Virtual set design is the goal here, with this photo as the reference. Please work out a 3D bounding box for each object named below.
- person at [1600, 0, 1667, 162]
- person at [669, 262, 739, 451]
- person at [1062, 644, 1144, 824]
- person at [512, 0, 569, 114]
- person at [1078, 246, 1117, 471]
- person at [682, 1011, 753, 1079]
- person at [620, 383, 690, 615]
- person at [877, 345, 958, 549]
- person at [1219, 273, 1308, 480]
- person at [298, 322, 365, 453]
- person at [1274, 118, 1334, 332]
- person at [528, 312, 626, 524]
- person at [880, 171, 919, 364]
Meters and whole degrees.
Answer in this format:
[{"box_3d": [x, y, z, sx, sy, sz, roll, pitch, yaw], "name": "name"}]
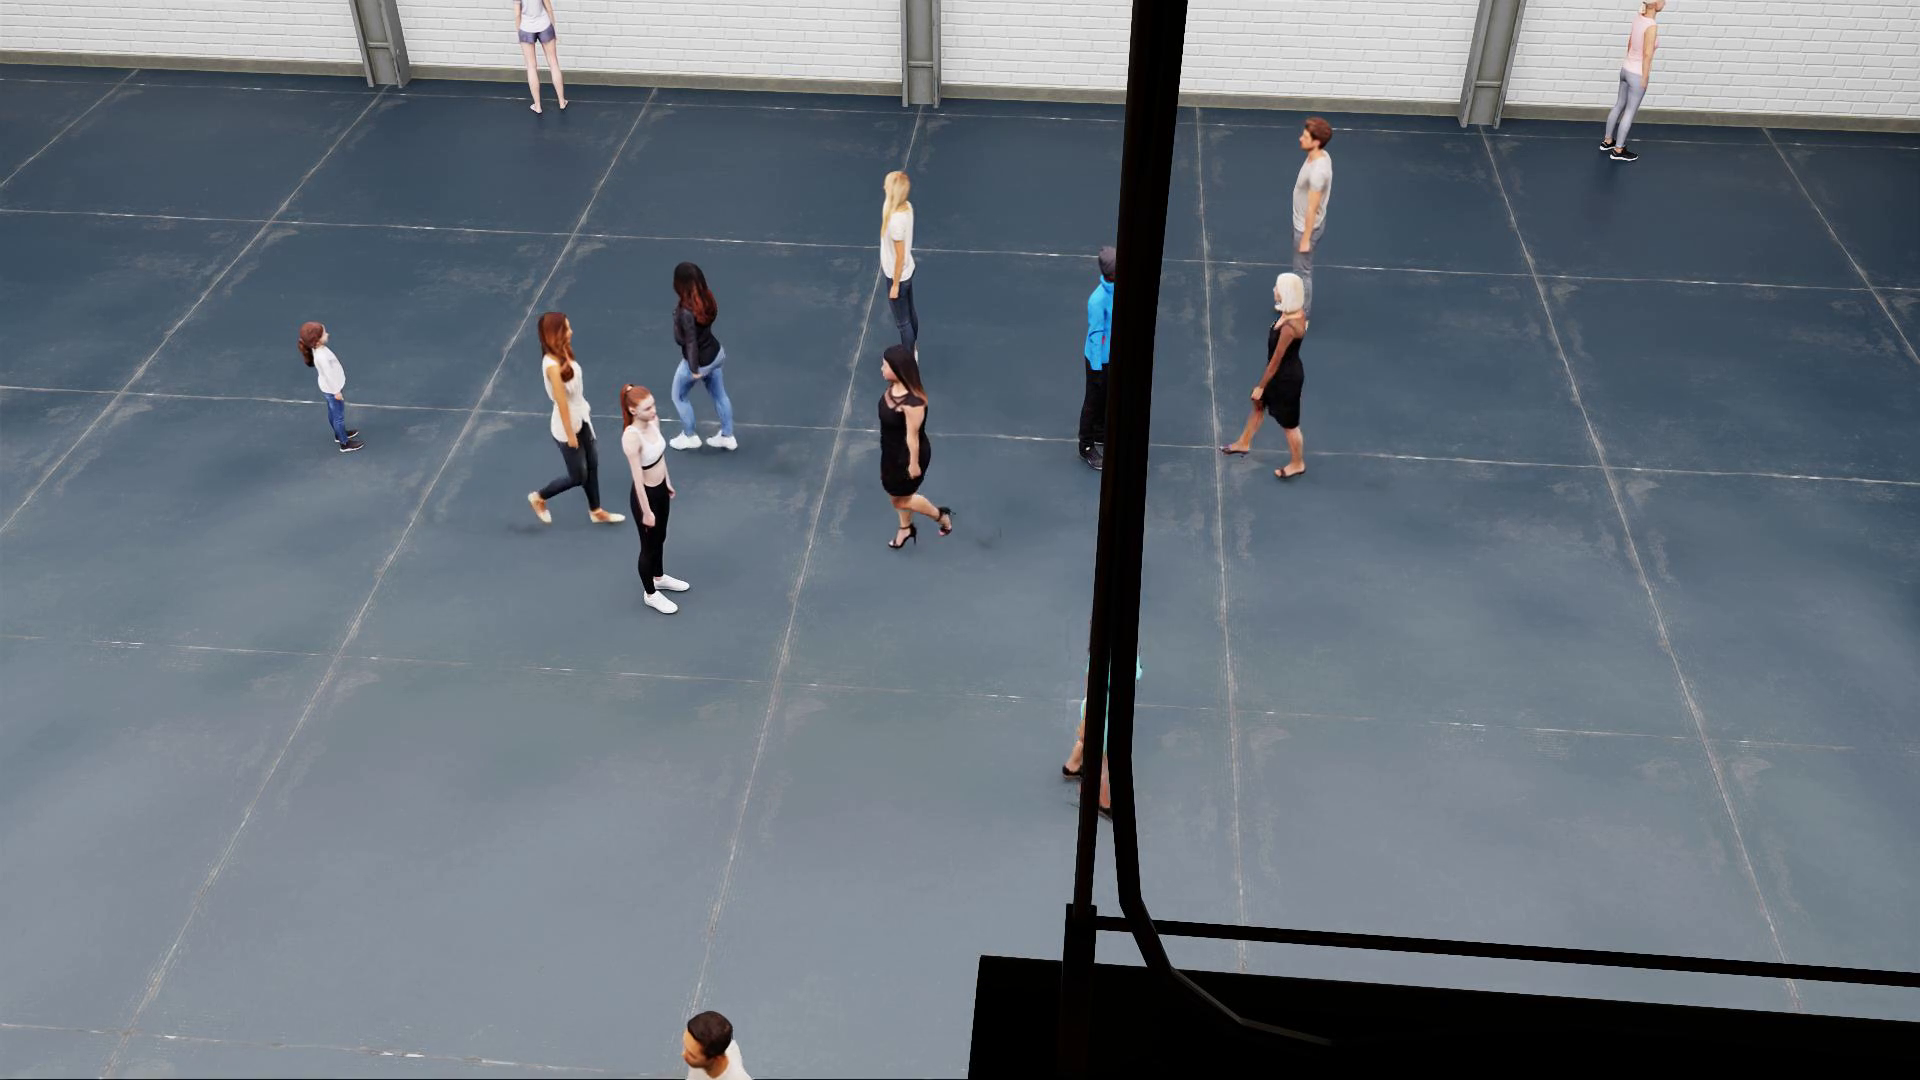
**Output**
[{"box_3d": [6.782, -4.695, 16.715, 0.593, 1.726, 0.601, -5, 39, -6], "name": "person"}, {"box_3d": [-1.897, -1.359, 12.622, 0.825, 1.620, 0.743, 15, 41, 18], "name": "person"}, {"box_3d": [0.814, 0.984, 9.765, 0.914, 1.525, 0.791, 22, 43, 25], "name": "person"}, {"box_3d": [-4.481, -5.389, 17.550, 0.629, 1.767, 0.730, -13, 40, -16], "name": "person"}, {"box_3d": [1.080, -1.398, 12.533, 0.695, 1.794, 0.691, 22, 43, 25], "name": "person"}, {"box_3d": [-0.998, 2.670, 7.425, 0.863, 1.811, 0.814, -16, 41, -19], "name": "person"}, {"box_3d": [-2.092, -0.295, 11.194, 0.583, 1.740, 0.625, 11, 40, 13], "name": "person"}, {"box_3d": [-0.299, -0.604, 11.610, 0.886, 1.703, 0.786, -8, 39, -10], "name": "person"}, {"box_3d": [2.484, -1.161, 12.301, 0.946, 1.712, 0.689, 9, 40, 11], "name": "person"}, {"box_3d": [-4.869, -1.208, 12.841, 0.585, 1.110, 0.532, -20, 43, -23], "name": "person"}, {"box_3d": [2.942, -2.660, 14.032, 0.554, 1.893, 0.657, 5, 39, 7], "name": "person"}, {"box_3d": [-2.839, -0.810, 11.816, 0.906, 1.770, 0.630, 1, 39, 1], "name": "person"}, {"box_3d": [-0.476, -2.142, 13.453, 0.483, 1.808, 0.607, 4, 39, 5], "name": "person"}]
